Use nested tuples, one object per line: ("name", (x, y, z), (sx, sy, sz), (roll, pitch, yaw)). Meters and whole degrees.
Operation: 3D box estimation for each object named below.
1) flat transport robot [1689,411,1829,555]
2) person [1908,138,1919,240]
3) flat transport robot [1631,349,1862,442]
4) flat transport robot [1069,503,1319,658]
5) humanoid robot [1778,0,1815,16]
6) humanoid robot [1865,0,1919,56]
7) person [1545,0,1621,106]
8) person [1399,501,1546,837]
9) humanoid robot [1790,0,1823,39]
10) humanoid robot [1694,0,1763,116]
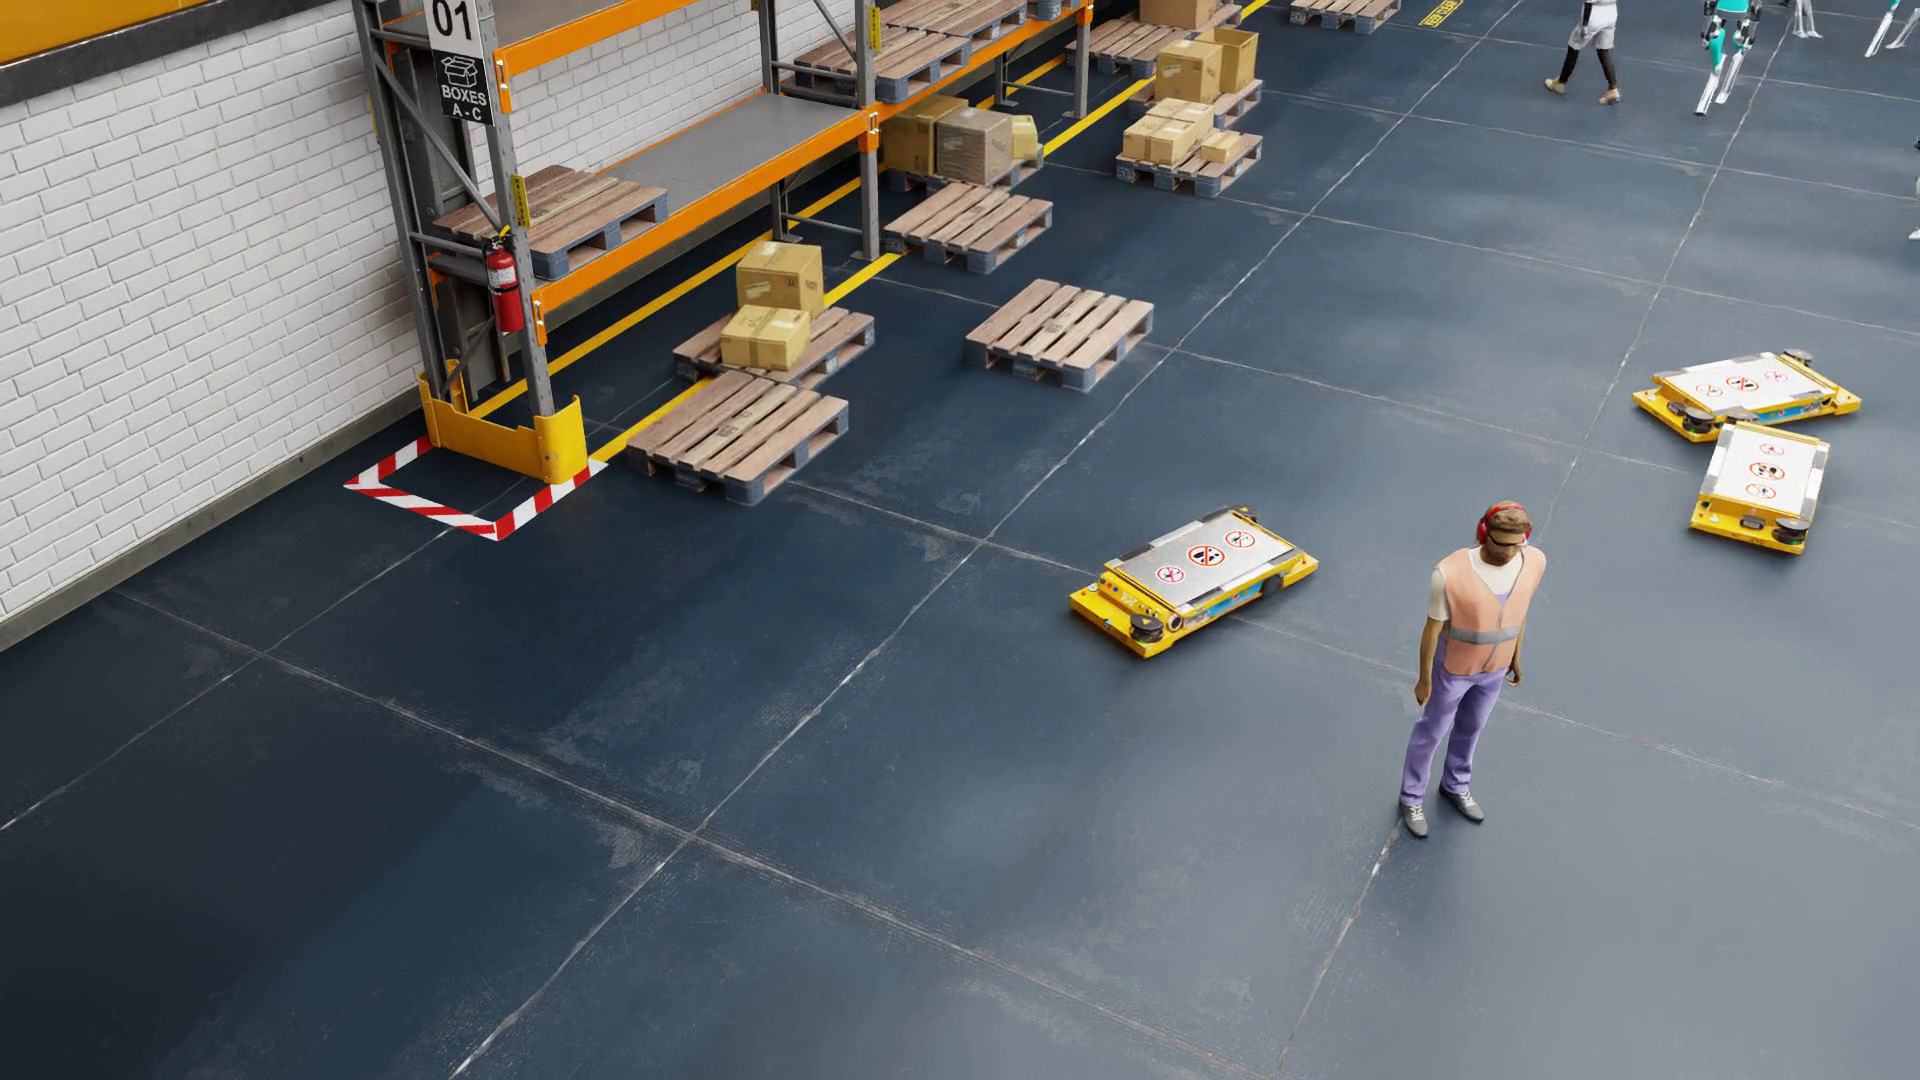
("flat transport robot", (5.186, -0.393, 10.743), (0.659, 0.231, 1.431), (17, 37, 24))
("person", (8.276, -3.296, 13.908), (0.501, 1.612, 0.533), (3, 34, 4))
("flat transport robot", (5.532, -1.016, 11.686), (1.431, 0.231, 0.659), (-11, 35, -16))
("flat transport robot", (1.394, 0.216, 9.822), (1.431, 0.231, 0.659), (-23, 40, -31))
("humanoid robot", (10.042, -6.992, 19.480), (0.588, 1.631, 0.729), (-10, 35, -14))
("humanoid robot", (10.413, -6.110, 18.083), (0.846, 1.770, 0.572), (-19, 38, -27))
("person", (6.468, -5.271, 16.852), (0.533, 1.657, 0.841), (-17, 37, -24))
("person", (2.394, 0.582, 7.841), (0.567, 1.840, 0.374), (-11, 35, -16))
("humanoid robot", (9.686, -6.489, 18.629), (0.797, 1.752, 0.547), (28, 43, 35))
("humanoid robot", (7.660, -5.059, 16.500), (0.553, 1.752, 1.034), (22, 39, 30))
